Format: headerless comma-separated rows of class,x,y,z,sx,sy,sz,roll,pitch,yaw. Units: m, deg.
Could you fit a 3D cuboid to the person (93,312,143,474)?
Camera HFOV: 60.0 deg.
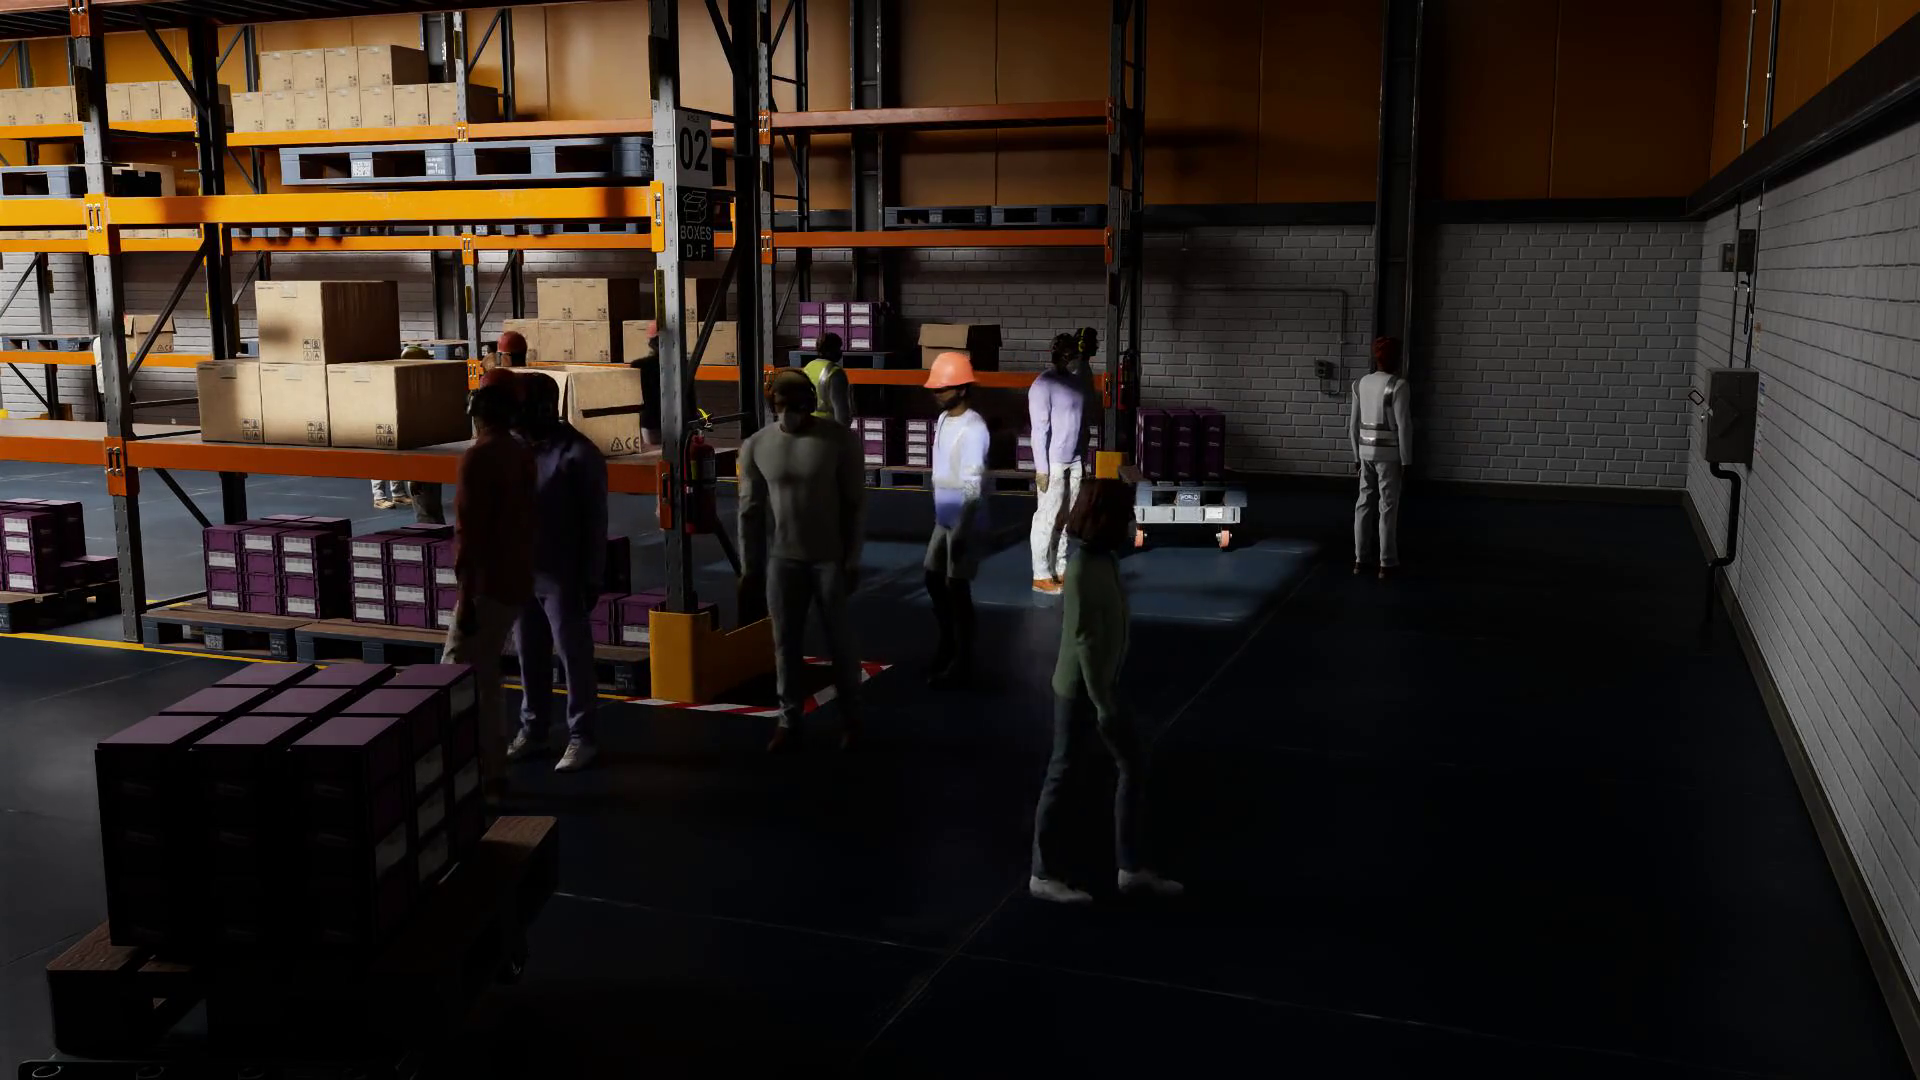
person,-10.034,-1.785,19.810,0.390,1.995,0.613,1,9,6

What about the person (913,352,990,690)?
person,-0.042,-0.107,9.484,0.408,1.924,0.599,-4,10,-23

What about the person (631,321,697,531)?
person,-2.780,-1.077,15.520,0.608,1.951,0.970,-5,10,-27

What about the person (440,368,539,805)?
person,-2.107,0.218,7.398,0.458,1.943,0.654,1,9,6

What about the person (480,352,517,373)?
person,-3.134,-0.386,11.554,0.430,1.835,0.621,-2,9,-11

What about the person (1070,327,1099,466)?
person,1.173,-1.084,15.799,0.312,1.869,0.536,2,9,9

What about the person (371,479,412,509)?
person,-5.786,-1.242,16.874,0.429,1.847,0.627,4,10,24

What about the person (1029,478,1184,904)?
person,0.558,0.578,6.142,0.675,1.612,0.499,4,10,23

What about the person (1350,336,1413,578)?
person,3.302,-0.643,12.992,0.356,1.883,0.572,-6,11,-34

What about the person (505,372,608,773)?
person,-1.981,0.154,7.926,0.643,1.905,0.399,5,10,28

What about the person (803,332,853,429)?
person,-1.189,-0.957,15.089,0.430,1.845,0.624,-7,11,-36

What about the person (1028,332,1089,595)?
person,0.738,-0.572,12.374,0.353,1.937,0.636,6,11,34

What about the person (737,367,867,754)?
person,-0.768,0.102,8.208,0.667,1.915,0.483,2,9,10

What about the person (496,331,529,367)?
person,-3.826,-0.859,14.370,1.023,1.870,0.563,-8,12,-41

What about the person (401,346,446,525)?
person,-4.043,-0.537,12.480,0.404,1.830,0.602,-1,9,-7
